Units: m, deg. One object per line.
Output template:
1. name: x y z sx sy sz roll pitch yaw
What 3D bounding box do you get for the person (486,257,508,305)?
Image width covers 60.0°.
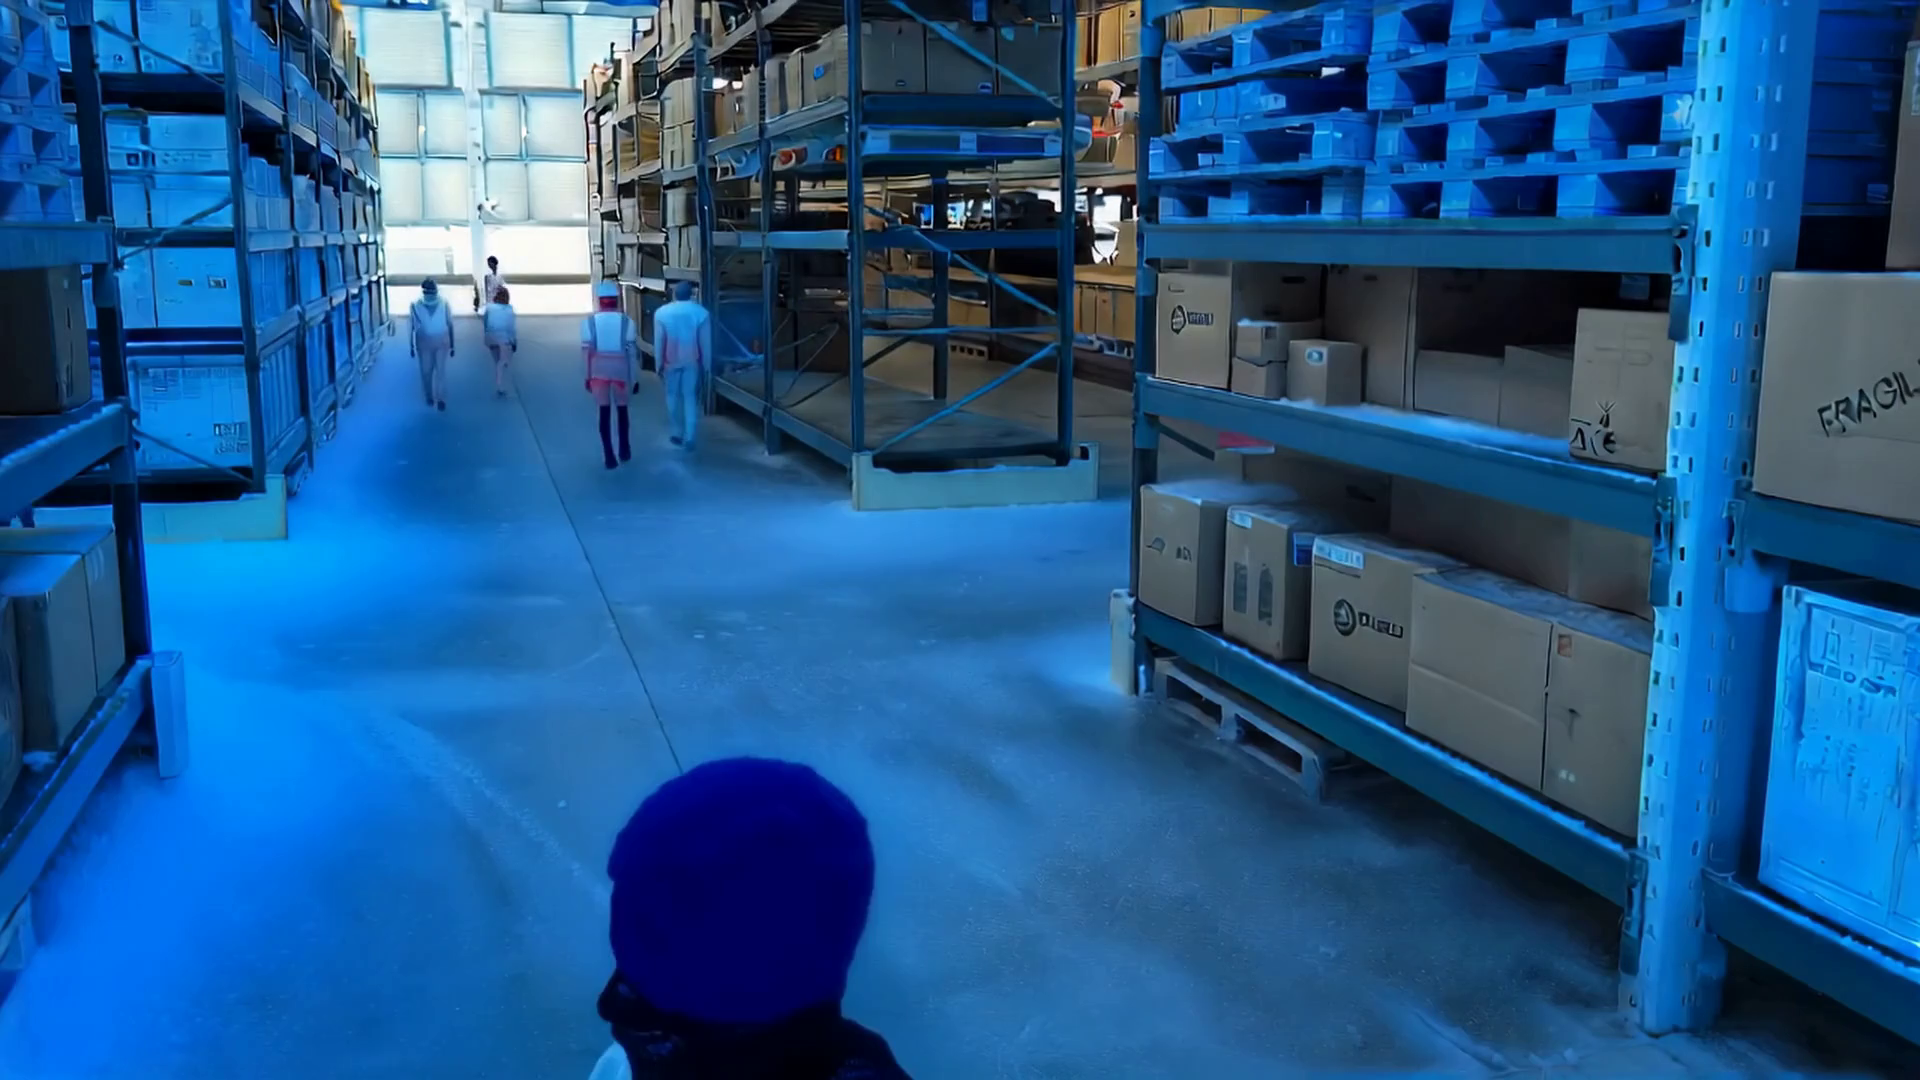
1. person: -10.264 -5.339 37.070 0.403 1.928 0.759 -4 11 -22

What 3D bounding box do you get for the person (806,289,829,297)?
1. person: -3.661 -6.363 42.643 0.605 1.898 0.516 0 10 1

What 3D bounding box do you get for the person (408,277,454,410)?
1. person: -7.256 -2.699 22.825 0.598 1.809 0.753 -4 11 -19

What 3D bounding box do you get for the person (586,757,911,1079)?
1. person: -0.144 1.117 1.587 0.597 1.916 0.375 9 14 41

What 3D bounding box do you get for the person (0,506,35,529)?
1. person: -5.282 -0.063 8.910 0.758 1.607 0.498 5 11 25

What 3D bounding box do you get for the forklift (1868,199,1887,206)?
1. forklift: 11.338 -2.915 21.052 1.129 2.768 1.873 -3 11 -17

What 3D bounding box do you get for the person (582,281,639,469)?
1. person: -3.603 -1.712 17.168 0.572 1.884 0.972 -1 10 -7

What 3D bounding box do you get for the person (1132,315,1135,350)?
1. person: 2.481 -2.461 21.984 0.284 1.632 0.502 -8 13 -38

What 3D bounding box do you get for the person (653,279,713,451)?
1. person: -3.068 -1.948 18.486 0.655 1.881 1.035 -3 11 -14

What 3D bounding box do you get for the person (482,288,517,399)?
1. person: -6.752 -2.878 24.355 0.544 1.601 0.497 3 11 15
